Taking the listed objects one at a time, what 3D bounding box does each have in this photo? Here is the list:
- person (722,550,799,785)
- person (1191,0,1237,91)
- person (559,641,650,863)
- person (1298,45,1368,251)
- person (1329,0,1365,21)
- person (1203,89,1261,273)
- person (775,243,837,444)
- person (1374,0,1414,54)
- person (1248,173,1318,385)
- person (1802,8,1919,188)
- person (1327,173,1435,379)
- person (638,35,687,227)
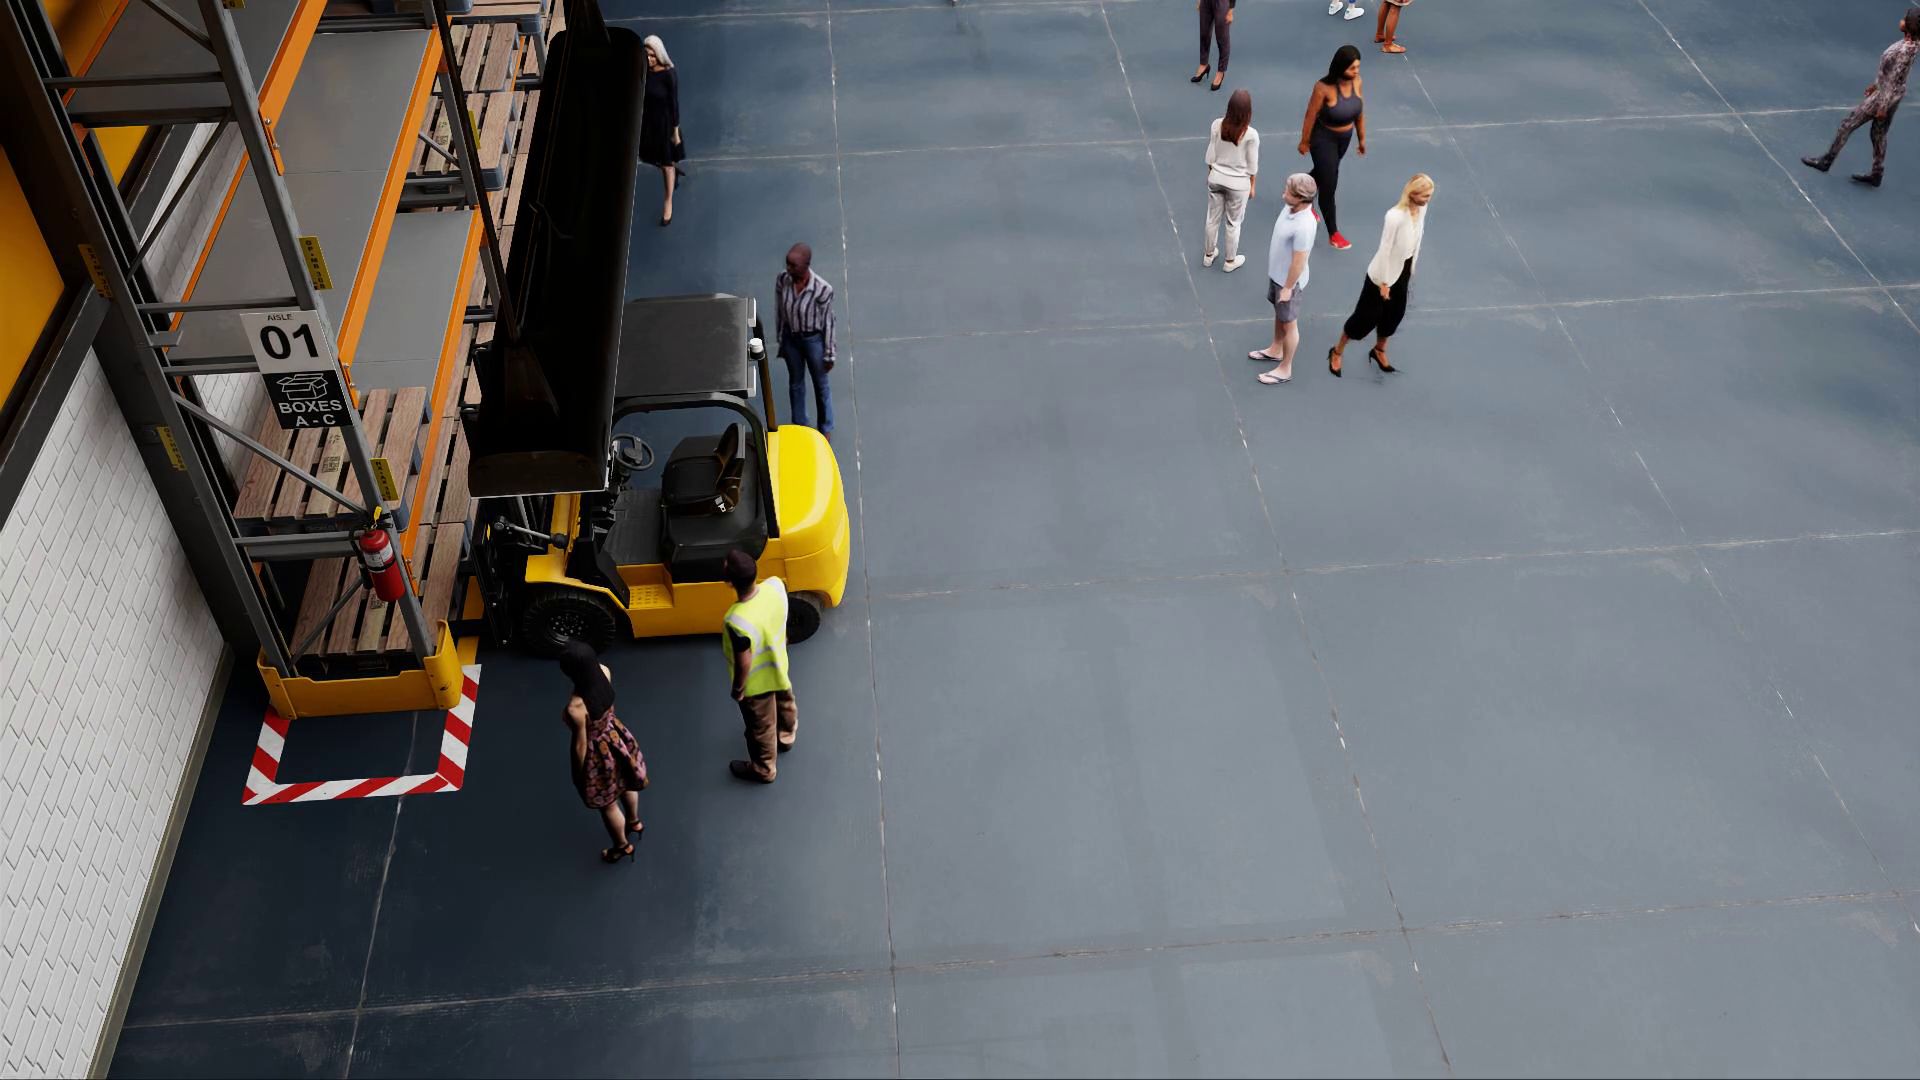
[{"bbox_3d":[-1.213,0.751,9.999,0.905,1.845,0.829,20,47,19],"label":"person"},{"bbox_3d":[2.547,-5.272,16.447,0.746,1.671,0.662,-33,53,-30],"label":"person"},{"bbox_3d":[-2.065,1.221,9.557,0.817,1.774,0.718,10,44,10],"label":"person"},{"bbox_3d":[3.174,-3.516,14.531,1.015,1.772,1.243,-22,48,-22],"label":"person"},{"bbox_3d":[4.174,-6.391,17.541,0.683,1.782,0.742,29,51,27],"label":"person"},{"bbox_3d":[2.291,-3.048,14.101,0.689,1.687,0.719,23,48,22],"label":"person"},{"bbox_3d":[-1.141,-1.459,12.355,0.702,1.795,0.695,17,46,17],"label":"person"},{"bbox_3d":[4.514,-5.846,17.068,0.721,1.645,0.479,-6,44,-7],"label":"person"},{"bbox_3d":[2.573,-2.060,12.960,0.710,1.829,0.483,-3,44,-3],"label":"person"},{"bbox_3d":[8.466,-3.967,15.065,1.002,1.687,0.958,28,50,26],"label":"person"},{"bbox_3d":[3.345,-2.034,12.925,0.895,1.841,0.921,-31,52,-29],"label":"person"},{"bbox_3d":[-2.639,-3.671,14.717,0.841,1.740,0.920,16,46,16],"label":"person"}]
